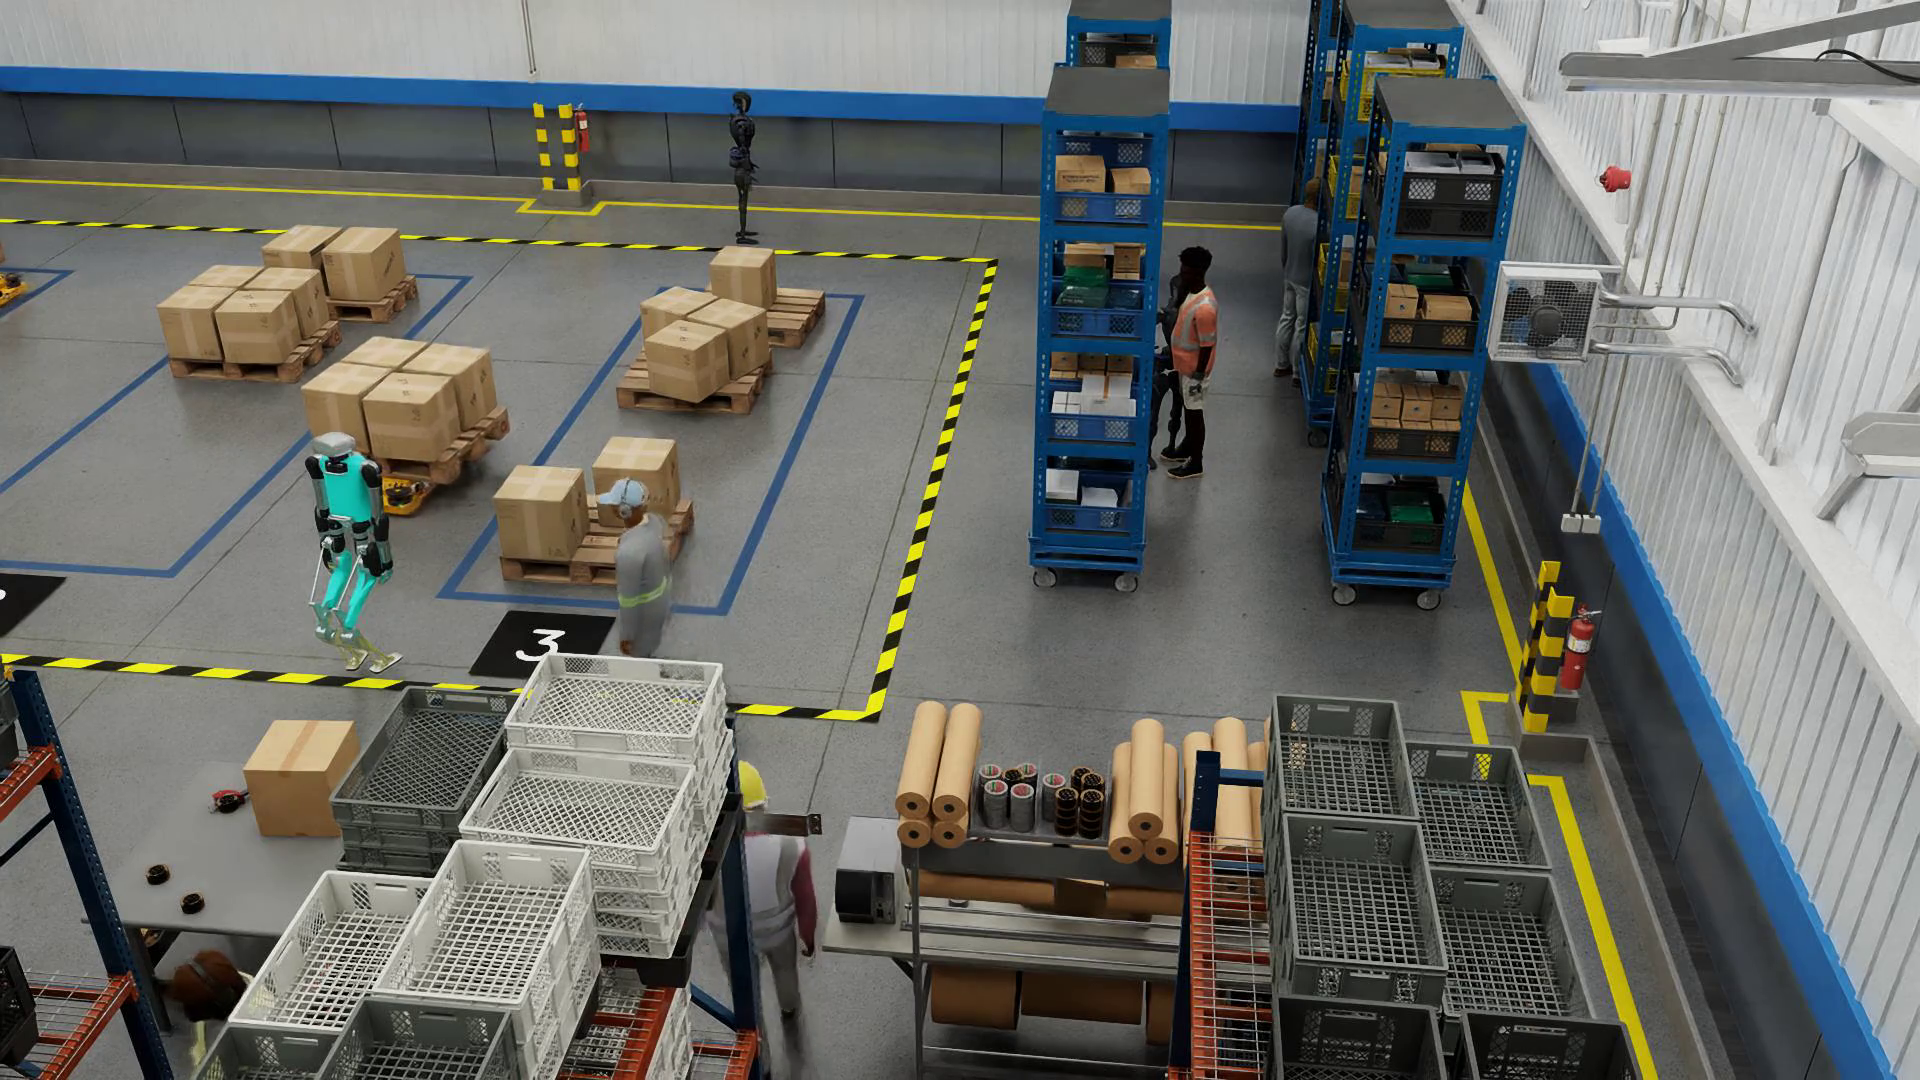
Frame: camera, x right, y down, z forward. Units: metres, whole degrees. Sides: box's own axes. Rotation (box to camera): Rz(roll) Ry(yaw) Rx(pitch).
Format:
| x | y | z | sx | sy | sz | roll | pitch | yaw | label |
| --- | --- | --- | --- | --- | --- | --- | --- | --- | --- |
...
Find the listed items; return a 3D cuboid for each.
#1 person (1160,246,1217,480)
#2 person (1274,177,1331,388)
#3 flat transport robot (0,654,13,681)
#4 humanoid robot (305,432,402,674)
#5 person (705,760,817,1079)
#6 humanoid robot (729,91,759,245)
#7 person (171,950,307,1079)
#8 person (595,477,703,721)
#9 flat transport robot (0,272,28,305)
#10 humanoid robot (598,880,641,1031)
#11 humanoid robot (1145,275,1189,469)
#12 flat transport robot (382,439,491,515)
| x | y | z | sx | sy | sz | roll | pitch | yaw | label |
| --- | --- | --- | --- | --- | --- | --- | --- | --- | --- |
| 1.871 | -1.435 | 13.452 | 0.361 | 1.963 | 0.611 | -1 | 30 | -2 | person |
| 3.111 | -2.326 | 15.016 | 0.373 | 1.934 | 0.627 | -13 | 33 | -22 | person |
| -7.142 | 0.969 | 11.010 | 1.431 | 0.231 | 0.659 | 3 | 30 | 6 | flat transport robot |
| -4.035 | 0.162 | 10.806 | 0.533 | 1.673 | 0.735 | 9 | 31 | 15 | humanoid robot |
| -1.014 | 1.775 | 8.098 | 0.597 | 1.795 | 0.783 | -6 | 31 | -10 | person |
| -2.378 | -4.122 | 18.342 | 0.315 | 1.653 | 0.599 | -2 | 30 | -4 | humanoid robot |
| -2.886 | 2.402 | 7.005 | 0.702 | 1.823 | 0.482 | 24 | 38 | 35 | person |
| -1.943 | 0.439 | 10.364 | 0.620 | 1.832 | 0.595 | 1 | 30 | 2 | person |
| -10.455 | -2.573 | 17.066 | 1.431 | 0.197 | 0.652 | 3 | 30 | 6 | flat transport robot |
| -1.607 | 1.979 | 7.871 | 0.356 | 1.639 | 0.609 | -21 | 36 | -32 | humanoid robot |
| 1.746 | -1.387 | 13.645 | 0.599 | 1.653 | 0.315 | -13 | 33 | -21 | humanoid robot |
| -4.507 | -0.659 | 13.778 | 0.652 | 0.197 | 1.431 | 8 | 31 | 13 | flat transport robot |
